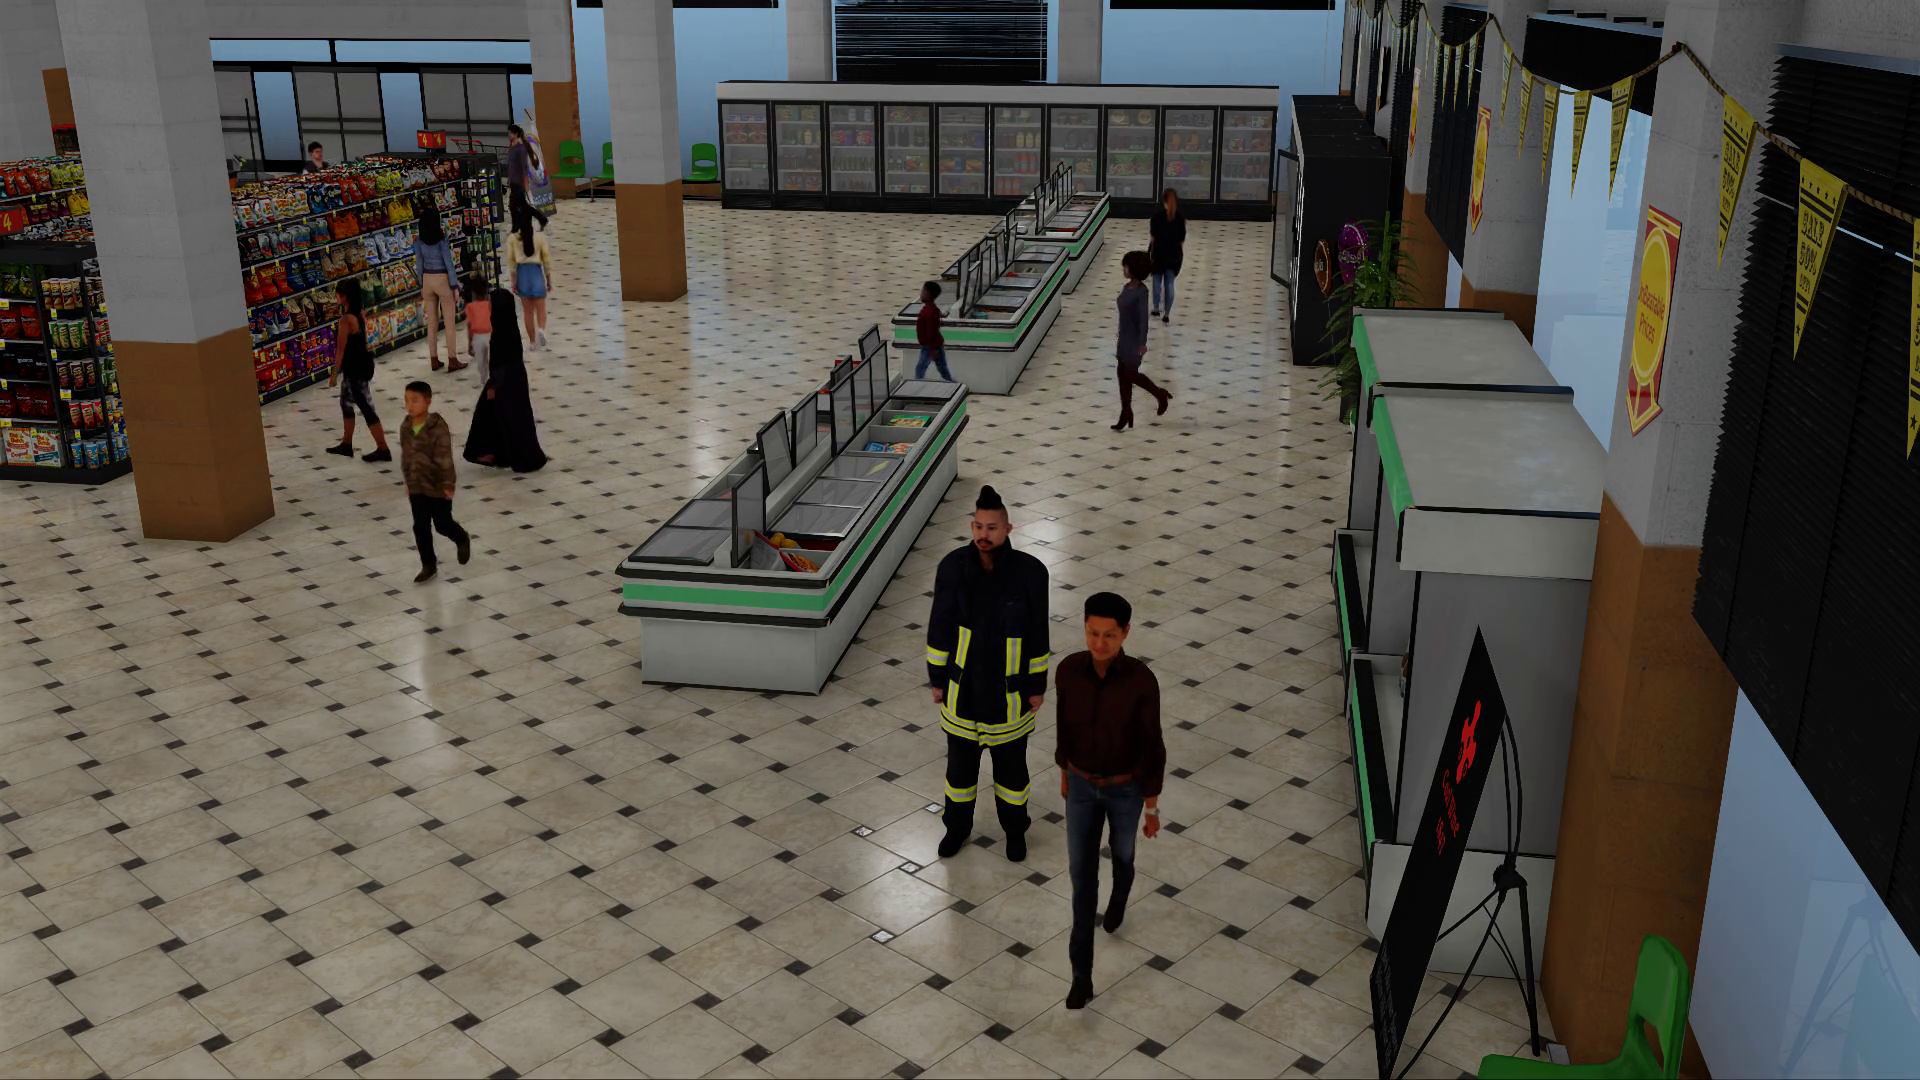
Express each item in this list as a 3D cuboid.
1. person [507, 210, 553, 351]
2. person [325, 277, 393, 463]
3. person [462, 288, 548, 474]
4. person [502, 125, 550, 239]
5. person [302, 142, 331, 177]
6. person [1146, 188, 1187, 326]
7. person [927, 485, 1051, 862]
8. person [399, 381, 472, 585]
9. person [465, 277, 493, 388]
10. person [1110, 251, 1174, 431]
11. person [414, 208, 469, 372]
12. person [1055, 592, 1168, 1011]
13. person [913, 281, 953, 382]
[{"bbox_3d":[-4.929,-2.942,19.046,0.846,1.612,0.989,-4,19,-12],"label":"person"},{"bbox_3d":[-5.227,-1.478,14.654,0.771,1.644,0.839,-2,19,-5],"label":"person"},{"bbox_3d":[-3.829,-1.377,14.405,0.916,1.611,0.979,-6,19,-16],"label":"person"},{"bbox_3d":[-7.252,-5.941,27.611,1.171,1.821,1.145,-11,21,-29],"label":"person"},{"bbox_3d":[-9.537,-4.938,24.668,1.052,1.801,1.209,12,22,31],"label":"person"},{"bbox_3d":[2.564,-3.491,20.594,0.731,1.662,0.855,0,19,-1],"label":"person"},{"bbox_3d":[0.144,0.642,8.025,0.737,1.861,0.657,3,19,9],"label":"person"},{"bbox_3d":[-3.746,-0.429,11.851,0.614,1.447,0.746,5,19,14],"label":"person"},{"bbox_3d":[-4.754,-1.954,16.635,0.683,1.280,0.956,-2,19,-7],"label":"person"},{"bbox_3d":[1.699,-1.874,15.744,0.853,1.697,0.871,-5,19,-15],"label":"person"},{"bbox_3d":[-5.716,-2.743,18.200,0.628,1.774,0.580,5,19,14],"label":"person"},{"bbox_3d":[0.647,1.031,7.091,0.759,1.722,1.239,6,19,16],"label":"person"},{"bbox_3d":[-0.219,-1.960,16.739,0.582,1.224,0.804,4,19,10],"label":"person"}]
